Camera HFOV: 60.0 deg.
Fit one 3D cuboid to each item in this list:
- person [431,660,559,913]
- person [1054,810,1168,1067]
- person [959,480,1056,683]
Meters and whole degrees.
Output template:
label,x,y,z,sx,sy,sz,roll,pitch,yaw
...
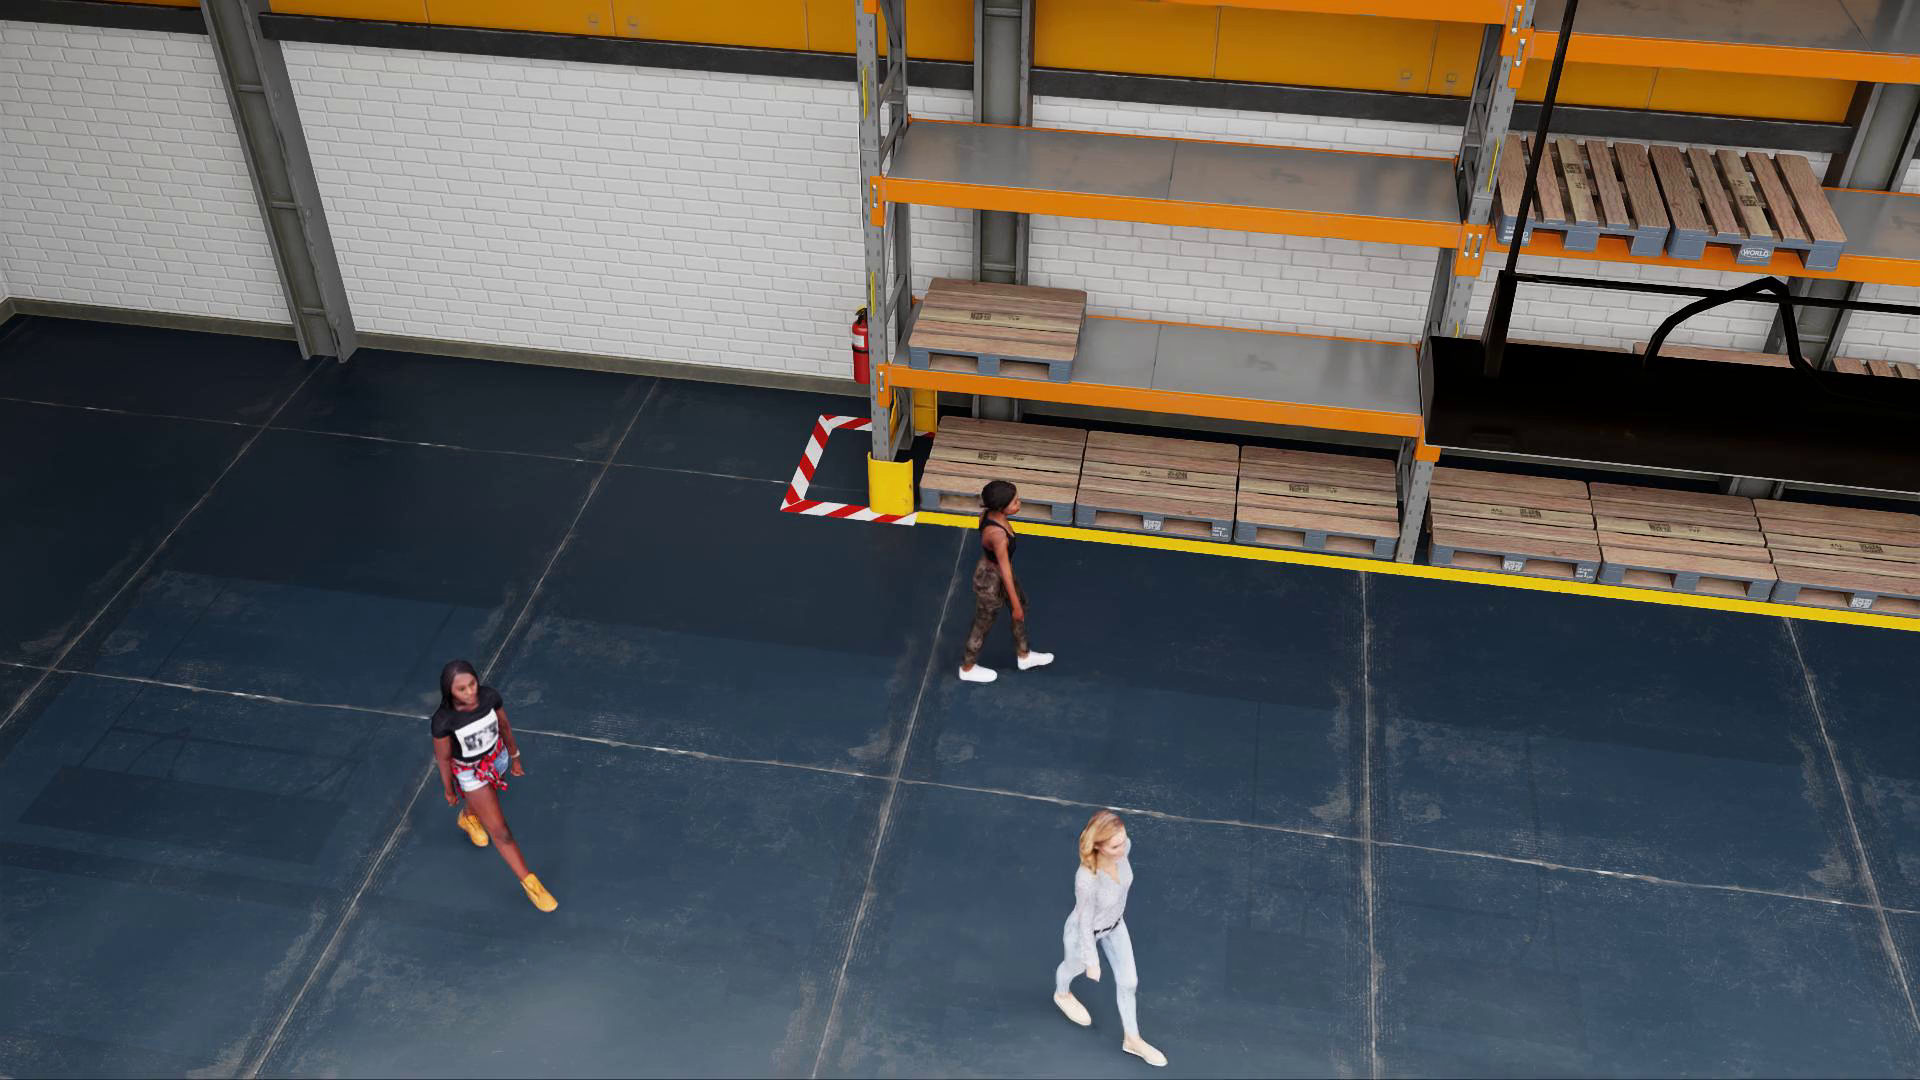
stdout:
label,x,y,z,sx,sy,sz,roll,pitch,yaw
person,-2.829,1.327,9.678,1.297,1.673,1.017,27,46,30
person,0.641,2.007,8.751,1.083,1.766,0.923,29,47,32
person,0.142,0.301,10.959,0.948,1.676,0.724,-2,39,-2
